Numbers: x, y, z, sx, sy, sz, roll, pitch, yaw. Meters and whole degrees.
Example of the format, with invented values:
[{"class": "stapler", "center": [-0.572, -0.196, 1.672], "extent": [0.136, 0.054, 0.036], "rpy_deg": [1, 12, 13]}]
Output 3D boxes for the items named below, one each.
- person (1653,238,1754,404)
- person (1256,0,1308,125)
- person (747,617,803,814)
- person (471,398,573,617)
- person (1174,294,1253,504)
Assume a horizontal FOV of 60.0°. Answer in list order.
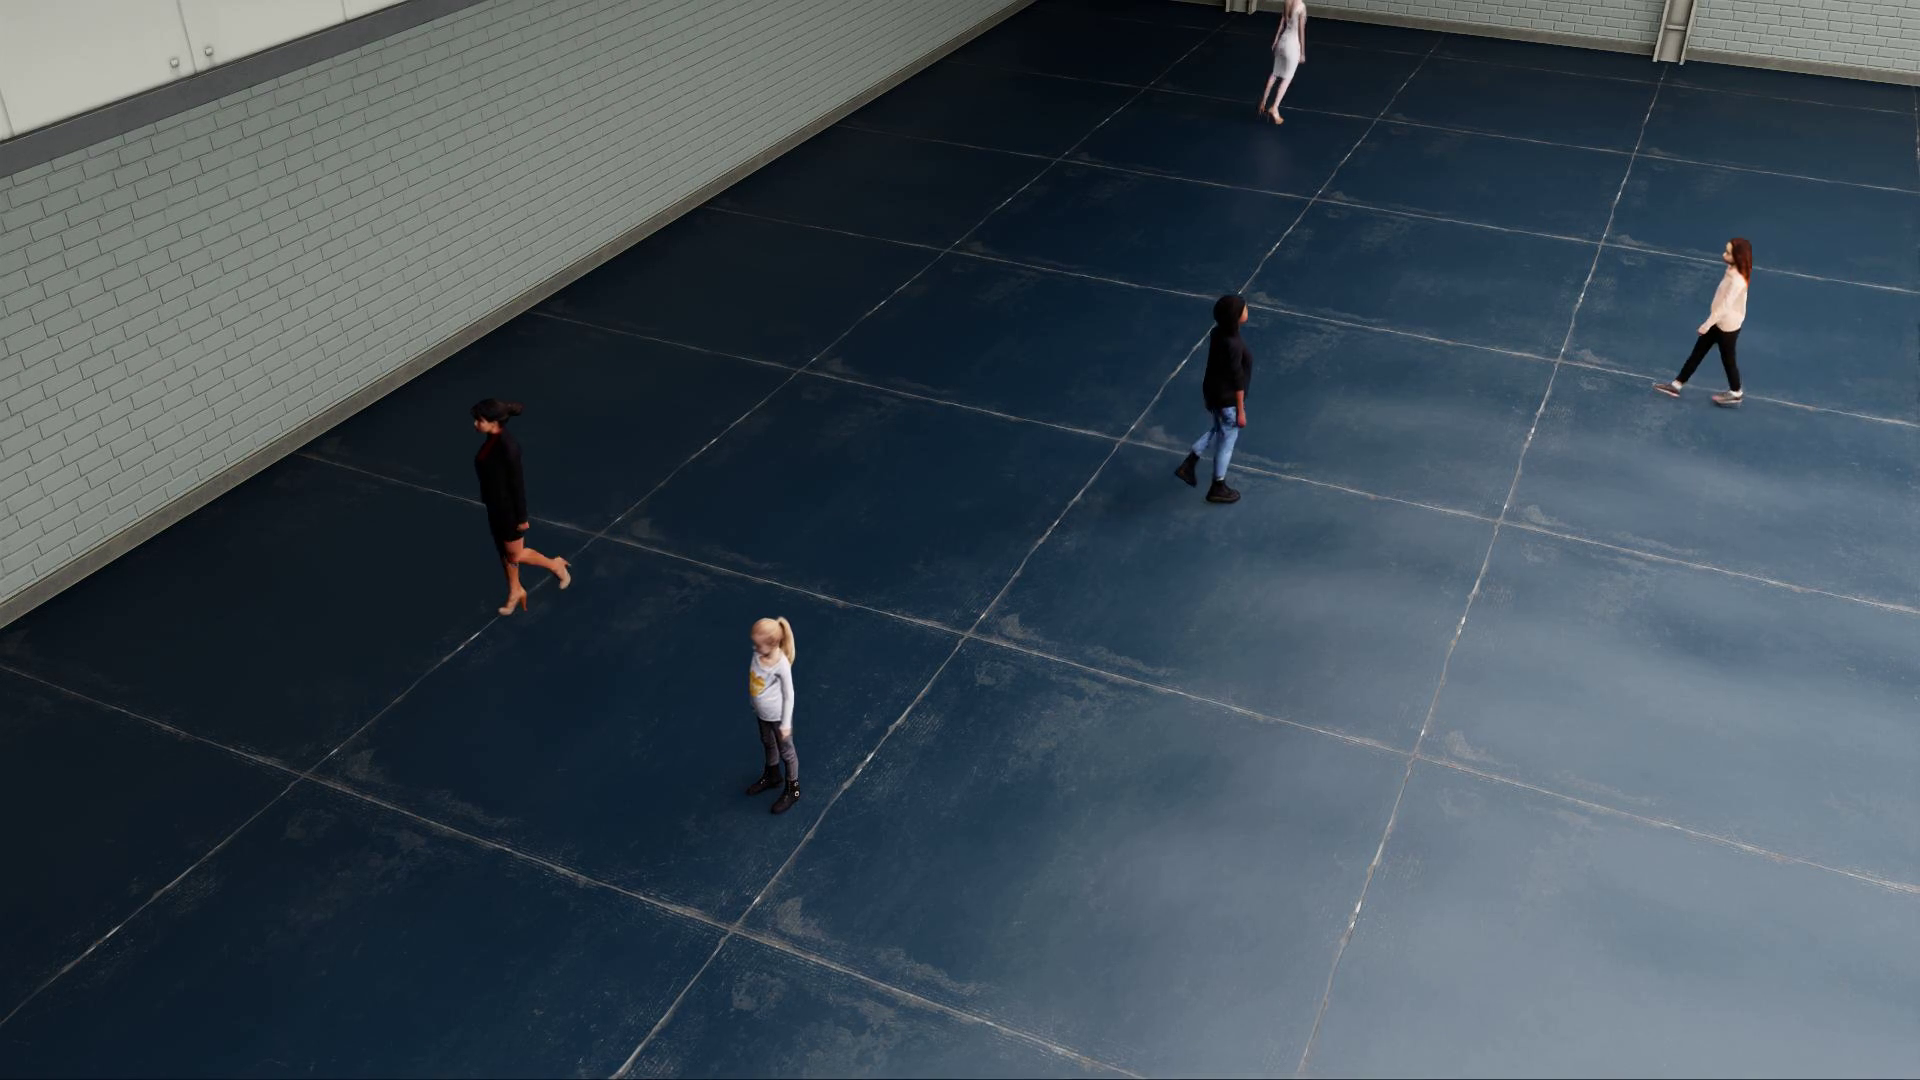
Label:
[{"class": "person", "center": [6.334, -1.751, 13.633], "extent": [1.011, 1.449, 0.757], "rpy_deg": [4, 32, 6]}, {"class": "person", "center": [3.833, -5.817, 19.777], "extent": [0.868, 1.770, 0.792], "rpy_deg": [-22, 38, -30]}, {"class": "person", "center": [-1.055, 0.964, 9.488], "extent": [0.625, 1.279, 0.535], "rpy_deg": [-24, 40, -33]}, {"class": "person", "center": [-2.927, -0.205, 11.017], "extent": [0.835, 1.625, 0.816], "rpy_deg": [-20, 37, -29]}, {"class": "person", "center": [1.866, -1.002, 12.219], "extent": [0.858, 1.690, 0.786], "rpy_deg": [-9, 33, -13]}]
